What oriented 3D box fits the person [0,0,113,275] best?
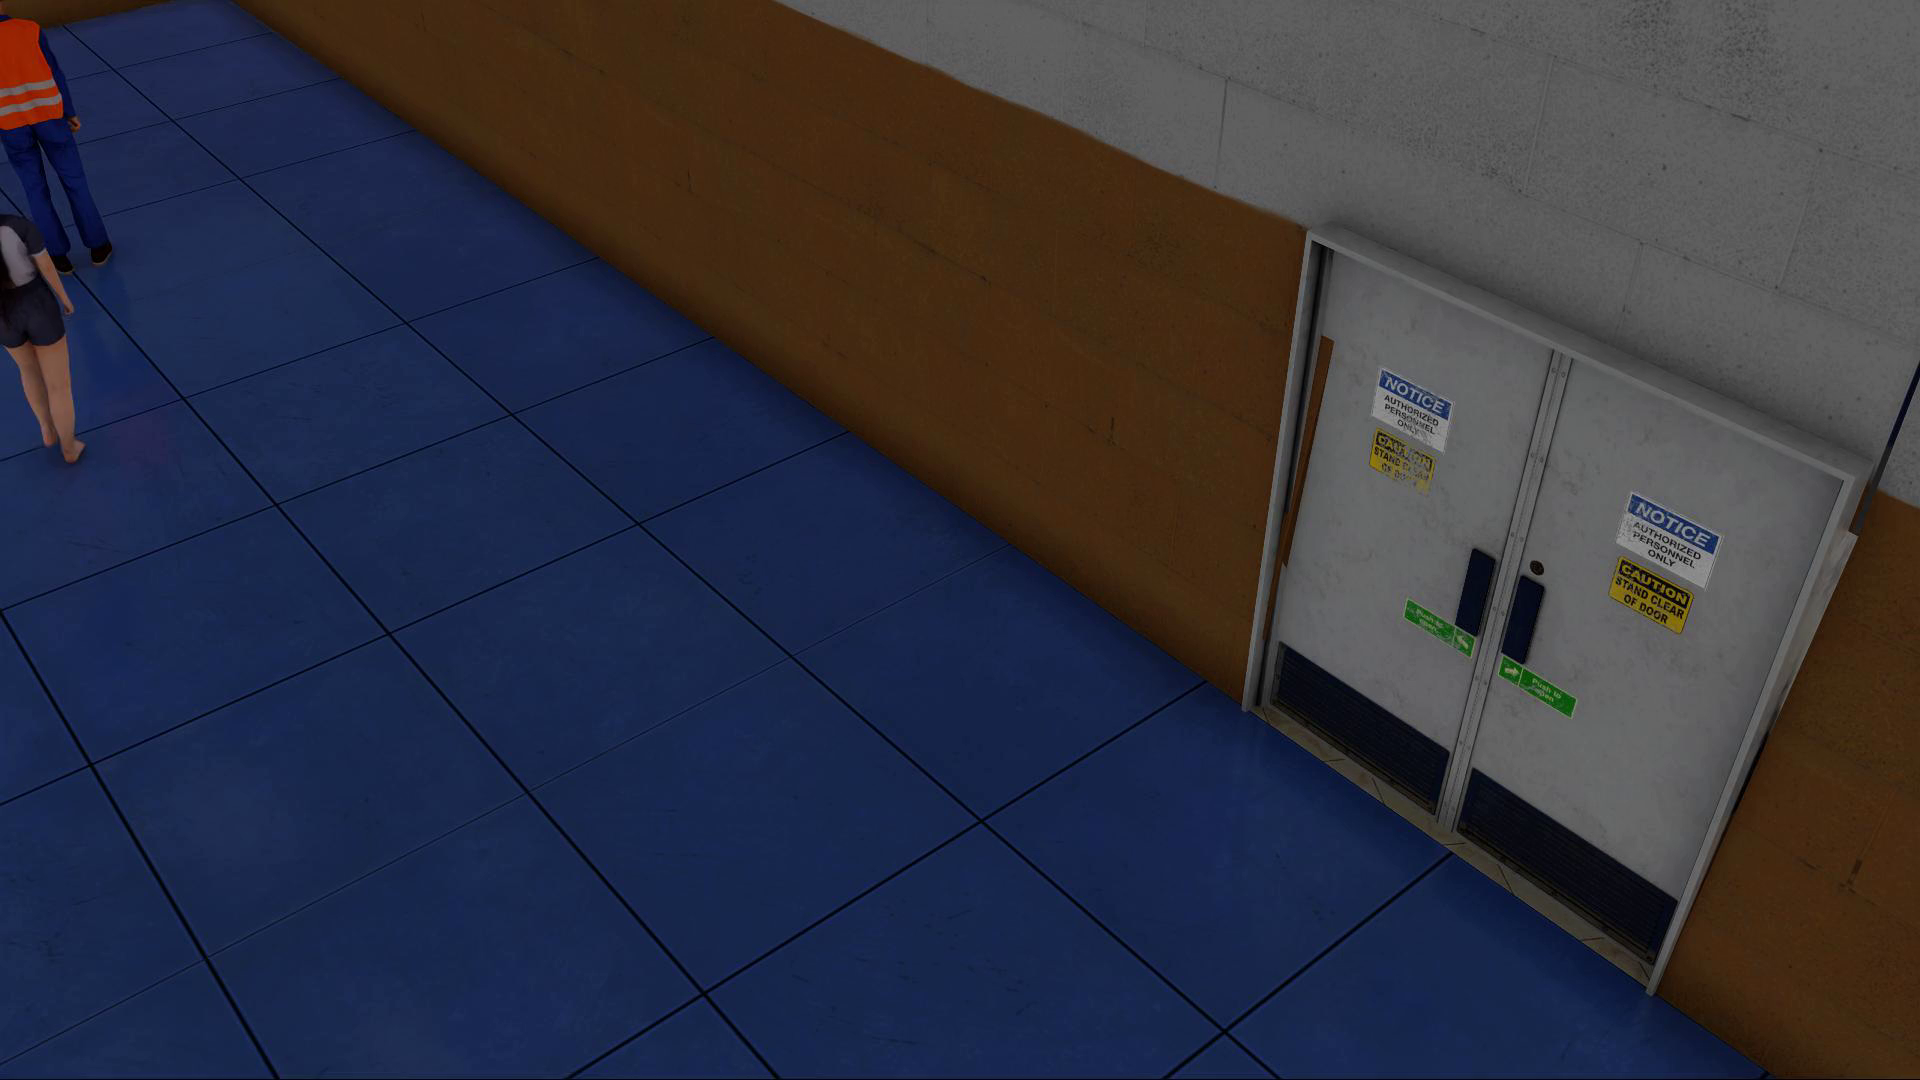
[{"bbox_3d":[-5.628,-2.523,10.081,0.586,1.864,0.783,-20,41,-25],"label":"person"}]

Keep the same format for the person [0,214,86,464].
[{"bbox_3d":[-4.712,-1.075,8.342,0.668,1.636,0.761,-7,37,-9],"label":"person"}]
